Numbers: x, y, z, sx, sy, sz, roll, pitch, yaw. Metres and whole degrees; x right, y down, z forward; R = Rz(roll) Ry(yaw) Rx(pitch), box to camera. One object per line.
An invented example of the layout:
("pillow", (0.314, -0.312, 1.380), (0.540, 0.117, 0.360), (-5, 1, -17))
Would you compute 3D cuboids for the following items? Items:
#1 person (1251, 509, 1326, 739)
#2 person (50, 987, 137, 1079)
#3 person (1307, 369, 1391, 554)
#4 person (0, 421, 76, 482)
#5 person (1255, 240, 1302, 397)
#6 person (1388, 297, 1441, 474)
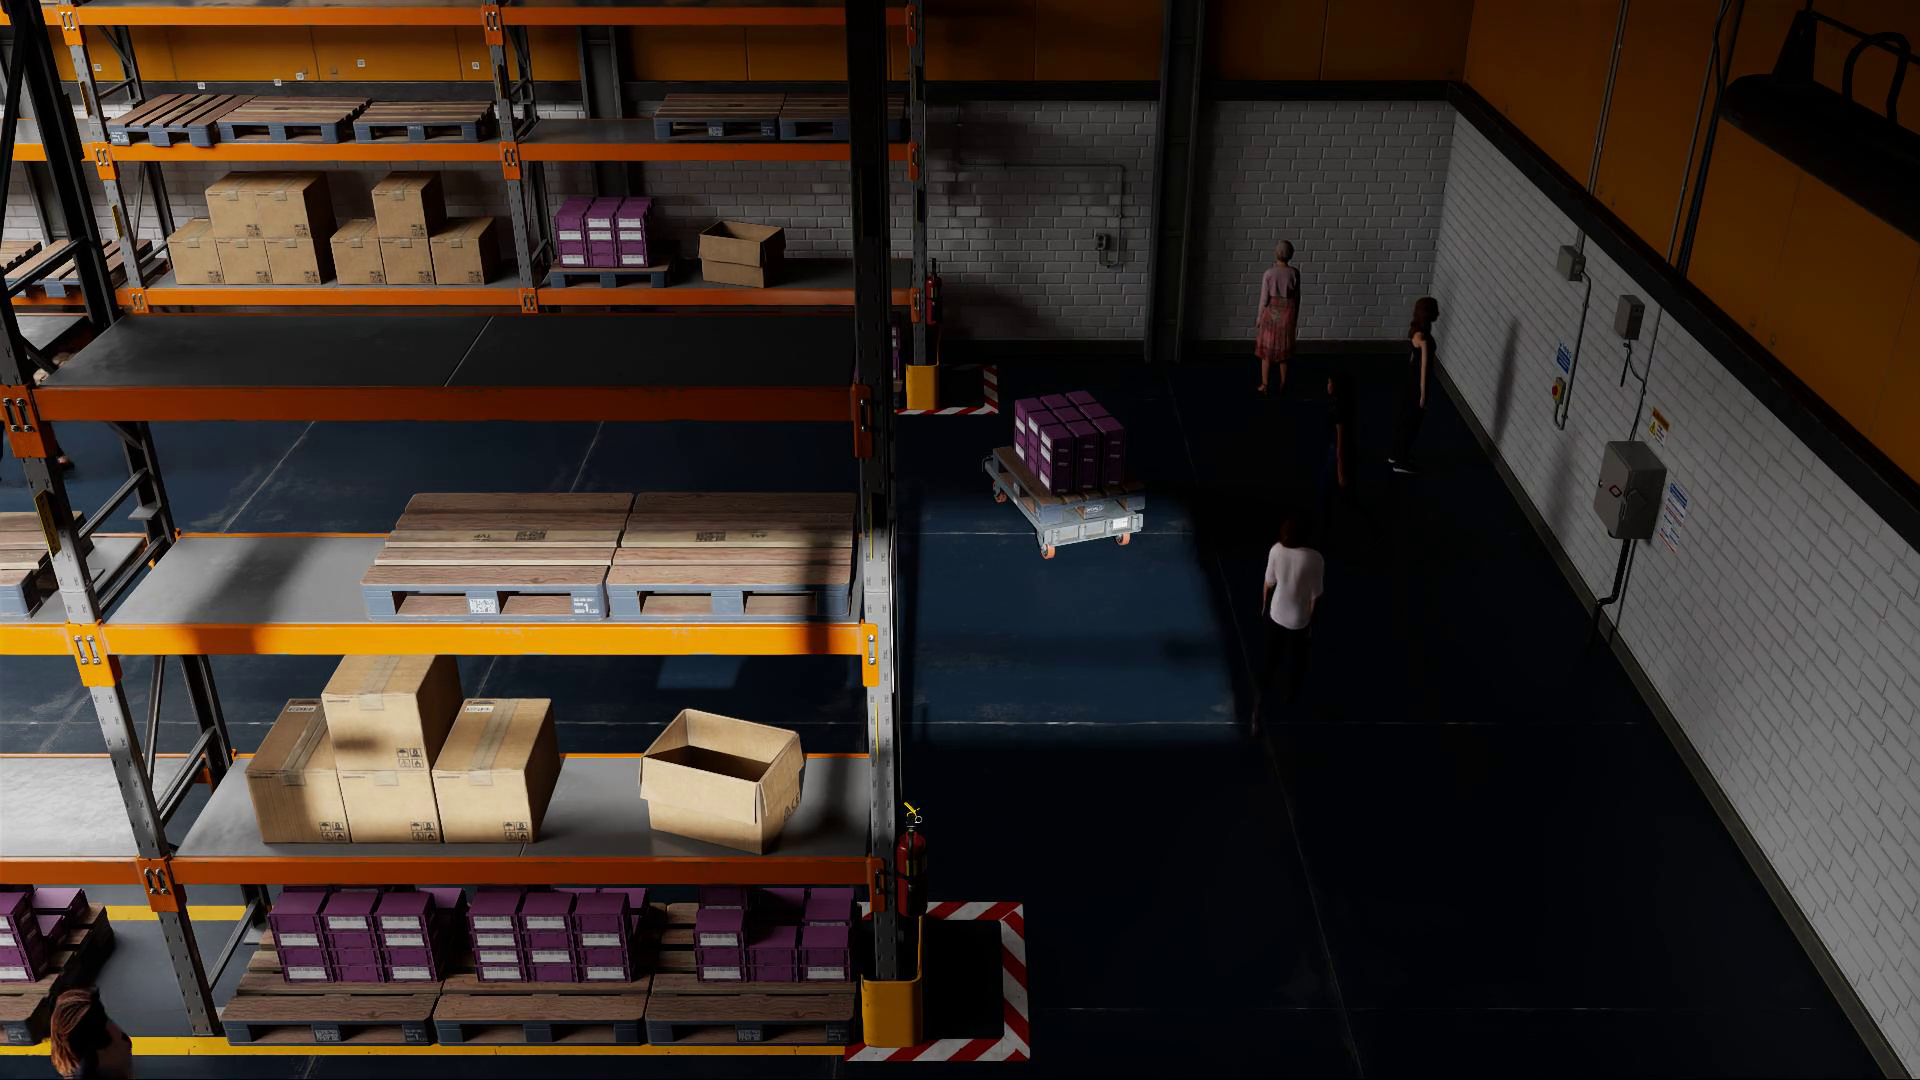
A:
("person", (2.347, 0.641, 11.995), (1.142, 1.763, 1.033), (15, 32, 25))
("person", (-4.201, 2.828, 8.051), (0.675, 1.700, 0.654), (-5, 29, -9))
("person", (3.384, -0.626, 14.378), (1.054, 1.705, 0.873), (13, 31, 22))
("person", (-8.890, -1.304, 15.662), (1.211, 1.665, 0.789), (-6, 29, -10))
("person", (3.358, -2.332, 17.522), (0.501, 1.691, 0.647), (-1, 29, -2))
("person", (4.354, -1.499, 15.935), (0.509, 1.746, 0.597), (2, 29, 3))
